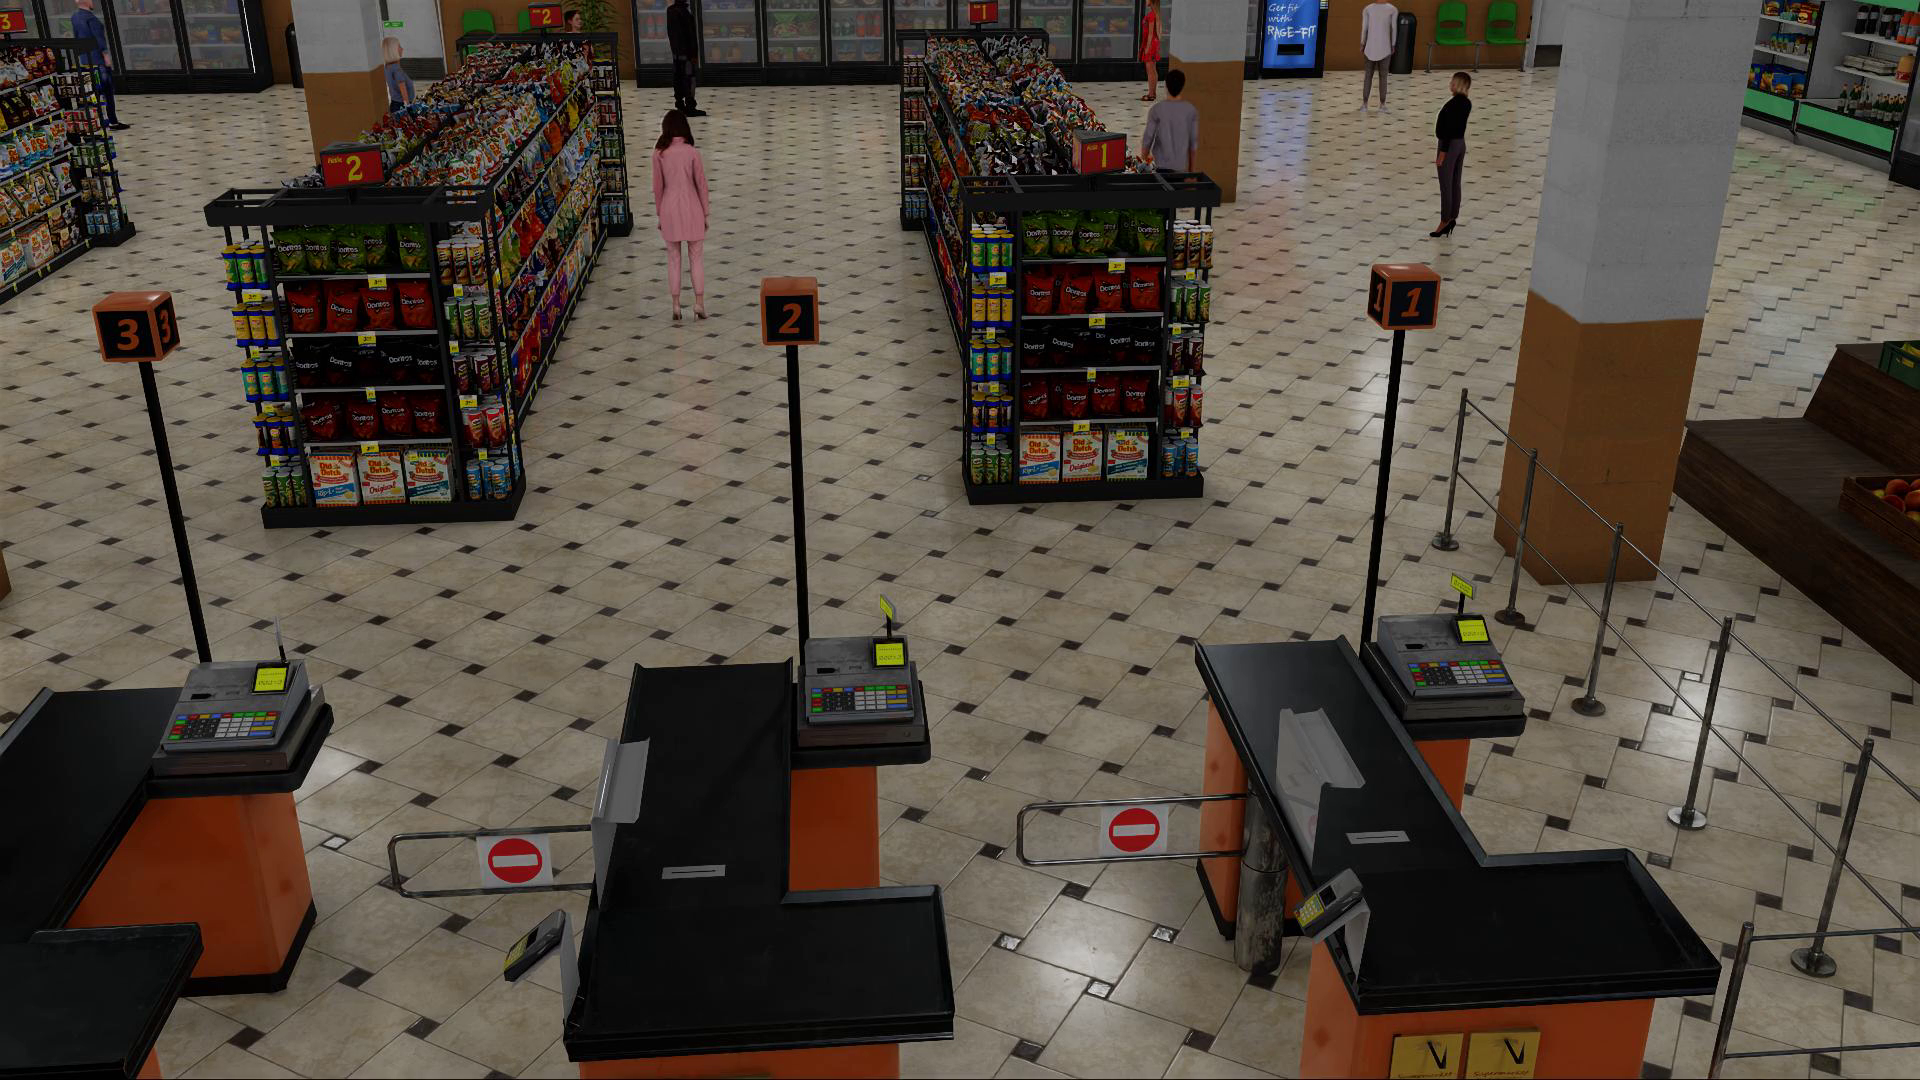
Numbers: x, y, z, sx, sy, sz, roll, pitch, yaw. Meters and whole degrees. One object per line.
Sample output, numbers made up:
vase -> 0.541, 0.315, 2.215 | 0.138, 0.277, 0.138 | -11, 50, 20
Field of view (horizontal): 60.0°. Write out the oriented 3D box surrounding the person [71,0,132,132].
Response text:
person -> -11.903, -6.588, 22.925 | 0.802, 1.825, 0.793 | 11, 26, 24

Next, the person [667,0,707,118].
person -> -4.009, -7.066, 24.017 | 0.777, 1.825, 0.856 | 22, 32, 40

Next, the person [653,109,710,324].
person -> -2.375, -2.753, 14.190 | 0.611, 1.803, 0.515 | -1, 24, -3

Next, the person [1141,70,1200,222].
person -> 2.028, -3.541, 15.997 | 0.793, 1.796, 1.201 | -5, 24, -11

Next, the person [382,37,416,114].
person -> -6.496, -4.958, 19.329 | 0.714, 1.723, 0.611 | -17, 29, -34

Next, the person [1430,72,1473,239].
person -> 5.071, -3.966, 17.126 | 0.729, 1.672, 0.670 | 19, 30, 36

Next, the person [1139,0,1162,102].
person -> 2.922, -7.531, 25.369 | 0.711, 1.593, 0.599 | 7, 25, 16

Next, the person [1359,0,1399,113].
person -> 6.127, -7.227, 24.368 | 0.744, 1.840, 0.720 | 8, 25, 17
